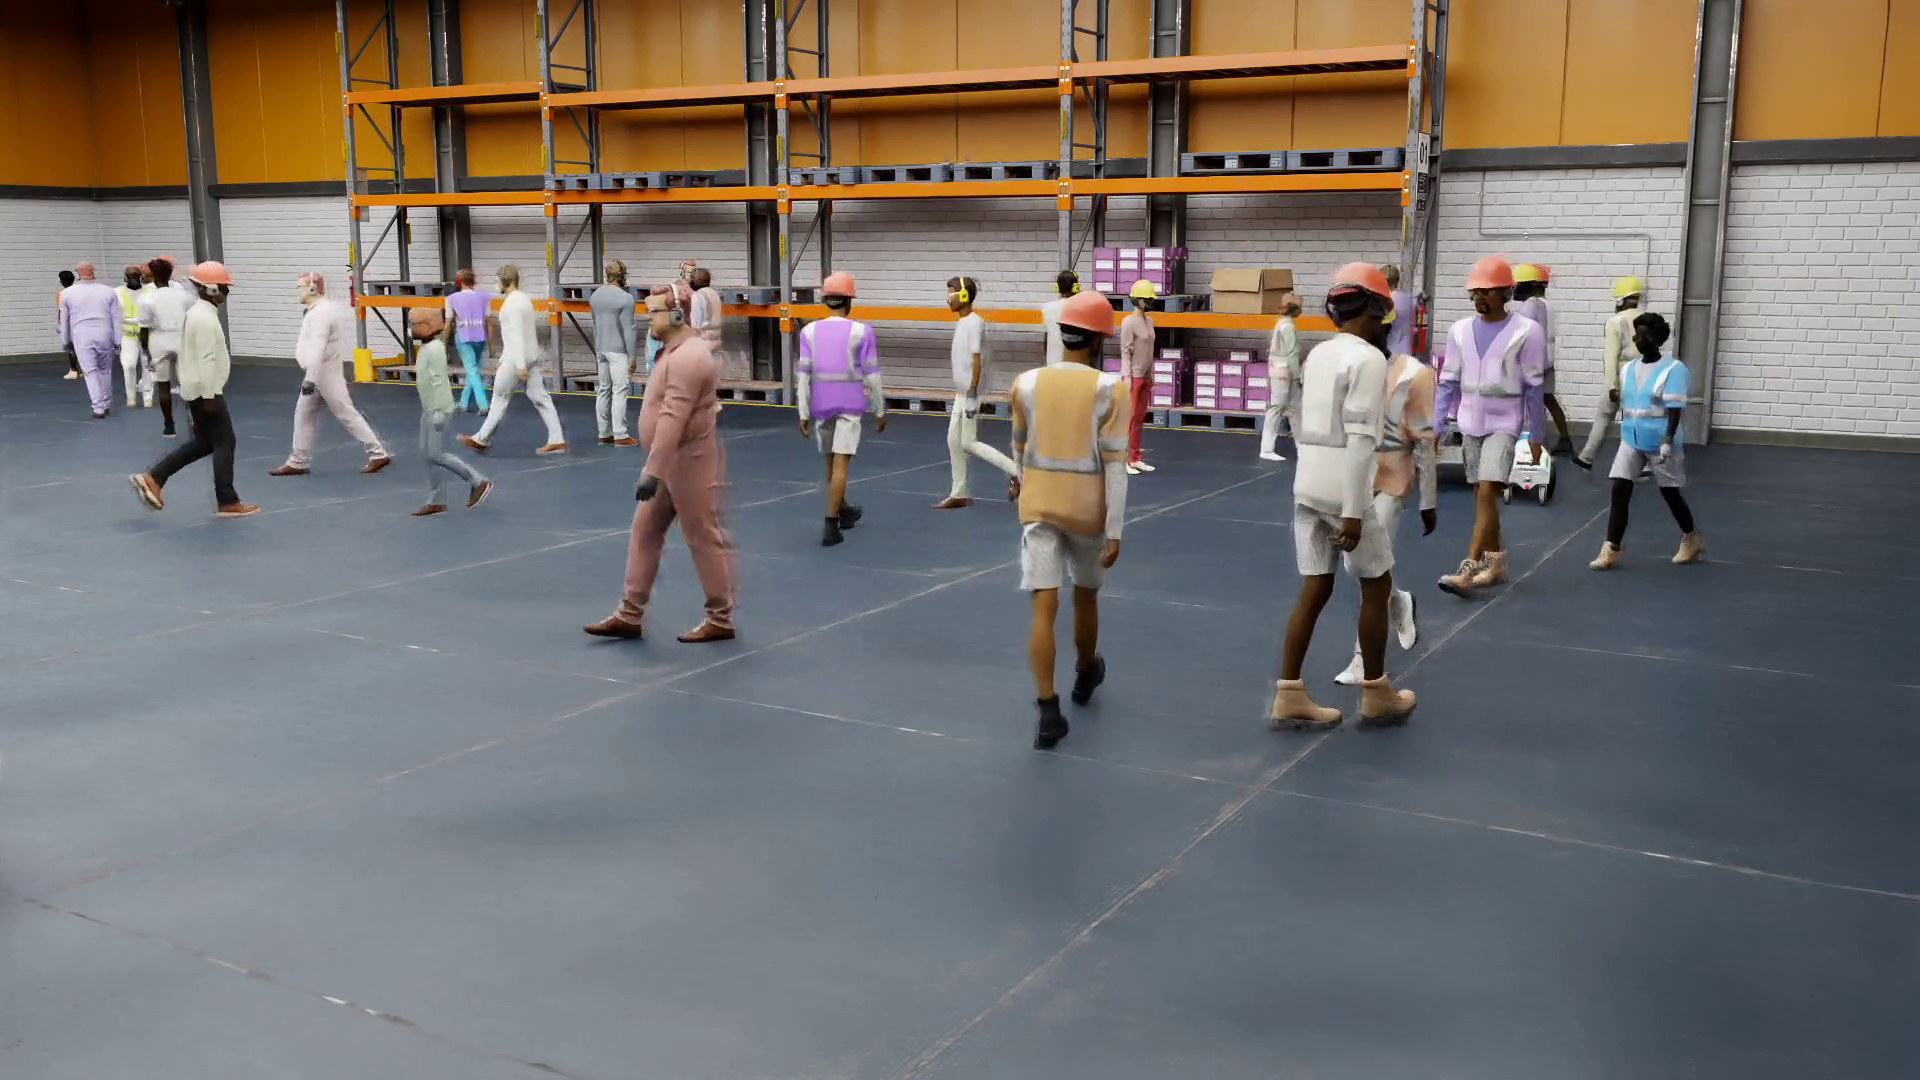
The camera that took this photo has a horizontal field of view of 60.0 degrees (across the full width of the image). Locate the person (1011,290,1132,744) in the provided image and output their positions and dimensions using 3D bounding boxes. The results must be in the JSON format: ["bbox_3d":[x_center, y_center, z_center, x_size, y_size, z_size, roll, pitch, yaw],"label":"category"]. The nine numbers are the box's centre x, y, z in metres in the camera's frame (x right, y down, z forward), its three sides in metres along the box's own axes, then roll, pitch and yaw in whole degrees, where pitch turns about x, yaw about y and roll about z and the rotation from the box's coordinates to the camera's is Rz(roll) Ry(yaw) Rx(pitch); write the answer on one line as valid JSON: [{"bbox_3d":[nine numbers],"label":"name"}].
[{"bbox_3d":[0.485,-0.127,7.174,0.539,1.867,1.002,3,10,15],"label":"person"}]

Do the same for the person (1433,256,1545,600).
[{"bbox_3d":[3.039,-0.655,9.815,0.982,1.998,0.630,-8,13,-39],"label":"person"}]

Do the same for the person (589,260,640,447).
[{"bbox_3d":[-3.567,-1.920,17.200,0.623,1.932,0.371,8,13,37],"label":"person"}]

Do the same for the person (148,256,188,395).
[{"bbox_3d":[-10.727,-2.880,22.588,0.542,1.939,0.366,-4,11,-23],"label":"person"}]

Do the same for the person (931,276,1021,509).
[{"bbox_3d":[0.134,-1.151,13.101,0.679,1.842,0.523,-3,10,-16],"label":"person"}]

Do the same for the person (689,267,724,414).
[{"bbox_3d":[-2.994,-2.247,19.327,0.444,1.824,0.646,3,10,15],"label":"person"}]

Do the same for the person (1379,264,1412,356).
[{"bbox_3d":[4.289,-1.761,16.467,1.003,1.906,0.642,5,11,26],"label":"person"}]

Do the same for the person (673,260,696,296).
[{"bbox_3d":[-3.338,-2.496,20.536,0.404,1.900,0.639,7,12,33],"label":"person"}]

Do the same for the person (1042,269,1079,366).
[{"bbox_3d":[1.038,-1.653,15.911,0.509,1.845,0.762,5,11,27],"label":"person"}]

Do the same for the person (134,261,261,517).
[{"bbox_3d":[-5.860,-1.133,12.652,0.772,1.967,0.617,-6,12,-29],"label":"person"}]

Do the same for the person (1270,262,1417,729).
[{"bbox_3d":[1.669,-0.185,7.165,0.799,1.992,0.641,-3,11,-19],"label":"person"}]

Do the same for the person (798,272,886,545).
[{"bbox_3d":[-0.833,-0.945,11.800,0.572,1.882,1.004,3,10,16],"label":"person"}]

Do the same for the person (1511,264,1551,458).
[{"bbox_3d":[5.289,-1.670,15.868,0.869,1.890,0.611,5,11,27],"label":"person"}]

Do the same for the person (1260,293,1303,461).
[{"bbox_3d":[3.228,-1.554,15.992,0.685,1.616,0.535,1,10,7],"label":"person"}]

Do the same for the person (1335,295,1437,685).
[{"bbox_3d":[2.060,-0.282,8.040,0.794,1.891,0.639,-9,14,-43],"label":"person"}]

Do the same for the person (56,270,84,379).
[{"bbox_3d":[-13.875,-3.360,26.005,0.319,1.692,0.531,4,11,21],"label":"person"}]

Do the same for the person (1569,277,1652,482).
[{"bbox_3d":[5.900,-1.441,14.855,0.590,1.783,0.925,-3,10,-17],"label":"person"}]

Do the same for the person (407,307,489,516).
[{"bbox_3d":[-3.954,-0.981,12.760,0.497,1.612,0.529,-6,12,-32],"label":"person"}]

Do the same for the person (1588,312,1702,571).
[{"bbox_3d":[4.460,-0.634,10.679,0.871,1.658,0.542,-6,12,-30],"label":"person"}]

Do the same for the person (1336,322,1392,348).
[{"bbox_3d":[3.280,-1.230,13.510,0.520,1.844,0.330,-4,11,-21],"label":"person"}]

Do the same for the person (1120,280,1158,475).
[{"bbox_3d":[1.642,-1.485,15.181,0.326,1.767,0.533,6,12,32],"label":"person"}]

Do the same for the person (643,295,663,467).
[{"bbox_3d":[-2.719,-1.454,15.376,0.414,1.625,0.533,2,10,10],"label":"person"}]

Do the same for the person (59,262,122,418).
[{"bbox_3d":[-10.582,-2.429,20.222,0.643,1.866,0.908,-8,13,-38],"label":"person"}]

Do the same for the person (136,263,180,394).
[{"bbox_3d":[-11.250,-2.937,23.214,0.921,1.831,0.635,-6,12,-31],"label":"person"}]

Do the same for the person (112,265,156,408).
[{"bbox_3d":[-10.511,-2.591,21.294,0.628,1.827,0.505,-6,12,-30],"label":"person"}]

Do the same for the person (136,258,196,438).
[{"bbox_3d":[-8.464,-2.049,17.851,0.629,1.949,0.683,-7,12,-36],"label":"person"}]

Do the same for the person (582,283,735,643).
[{"bbox_3d":[-1.584,-0.370,8.581,0.874,1.871,0.651,-4,11,-21],"label":"person"}]

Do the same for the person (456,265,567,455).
[{"bbox_3d":[-4.421,-1.763,16.428,1.077,1.871,0.624,0,10,1],"label":"person"}]

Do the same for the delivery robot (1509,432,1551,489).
[{"bbox_3d":[4.608,-0.636,13.538,0.477,0.478,0.707,3,10,15],"label":"delivery robot"}]

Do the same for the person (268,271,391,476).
[{"bbox_3d":[-5.721,-1.503,15.059,1.020,1.856,0.631,-5,11,-27],"label":"person"}]

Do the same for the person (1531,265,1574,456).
[{"bbox_3d":[5.682,-1.776,16.492,0.960,1.886,0.553,8,13,40],"label":"person"}]

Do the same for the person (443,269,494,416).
[{"bbox_3d":[-6.030,-2.418,20.418,0.581,1.795,1.026,-9,13,-41],"label":"person"}]
